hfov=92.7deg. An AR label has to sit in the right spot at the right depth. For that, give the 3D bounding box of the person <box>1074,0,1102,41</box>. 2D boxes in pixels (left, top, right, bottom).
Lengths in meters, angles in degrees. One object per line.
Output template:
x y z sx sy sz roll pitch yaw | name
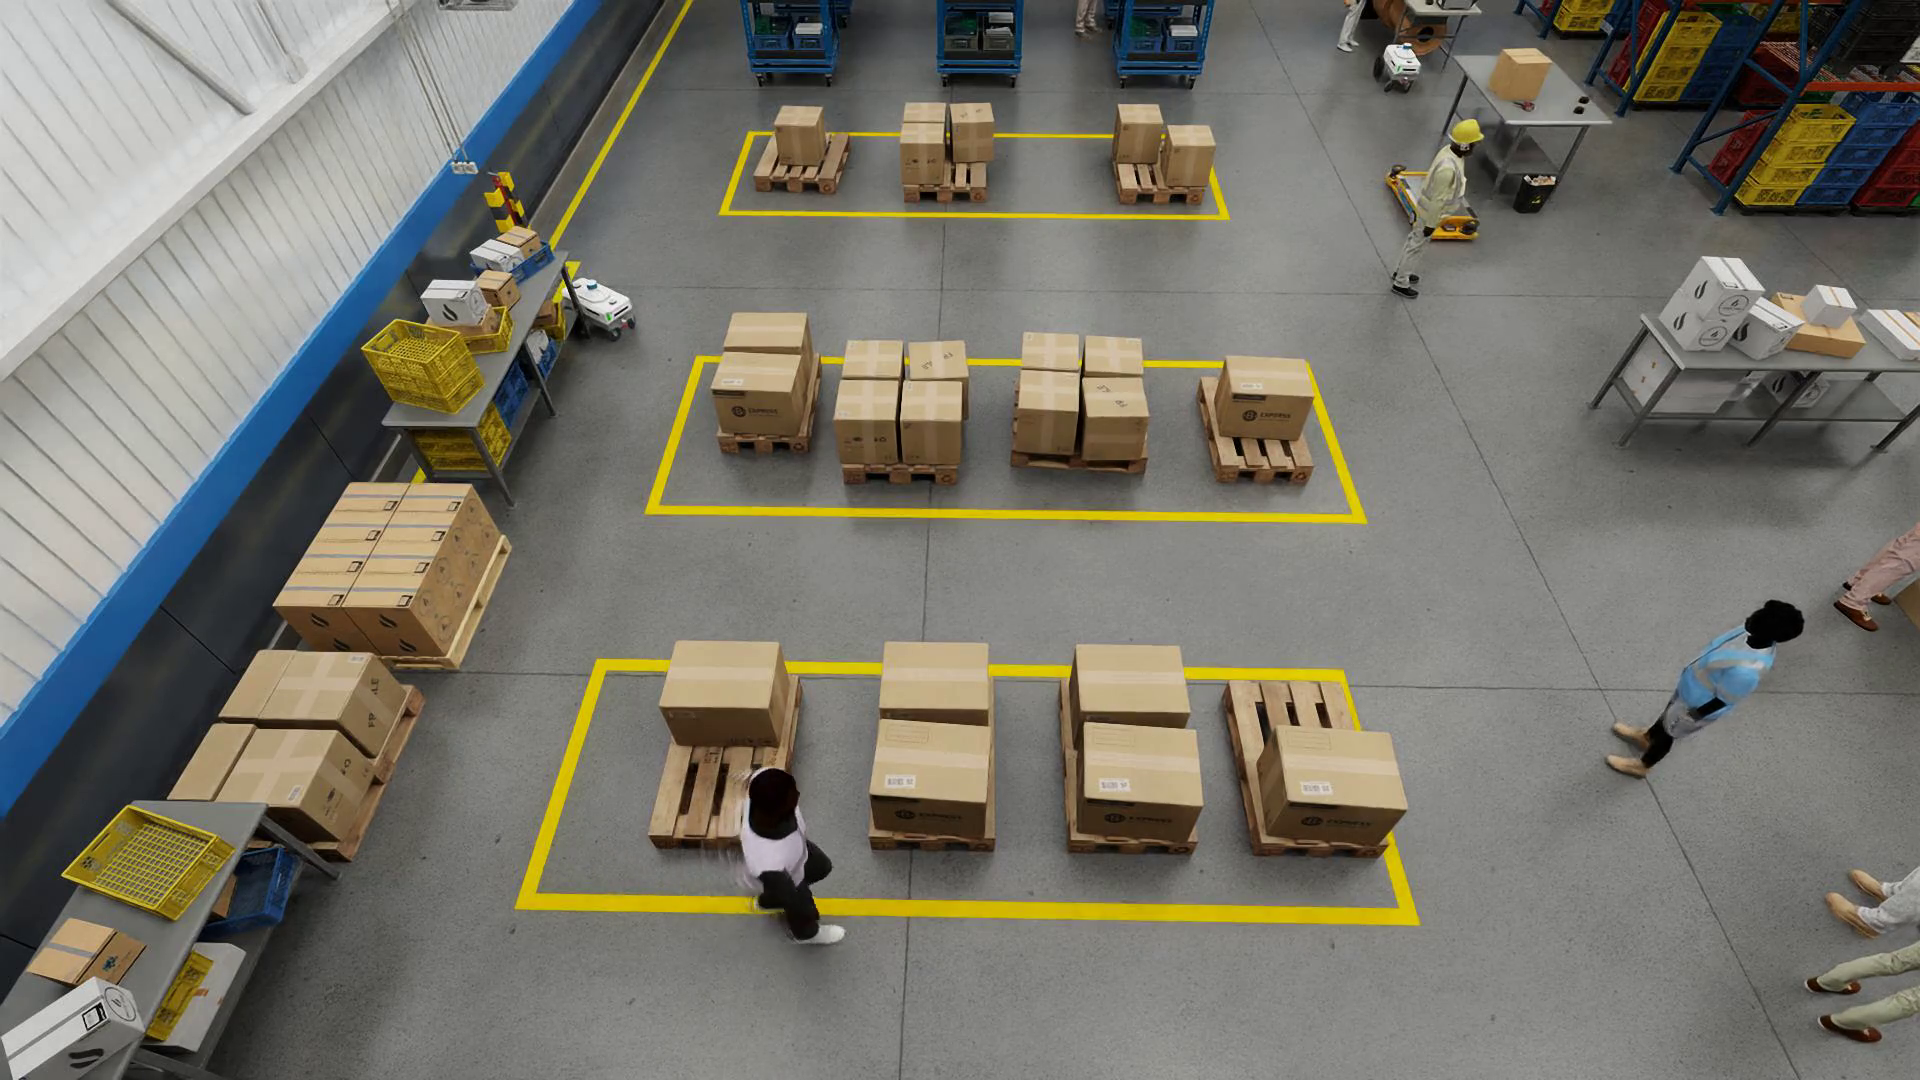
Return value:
2.057 -8.704 13.923 0.401 1.986 0.612 32 56 24 | person

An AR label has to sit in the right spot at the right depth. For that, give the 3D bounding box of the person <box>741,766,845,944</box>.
-0.926 1.742 4.943 0.442 1.901 0.595 -3 49 -2 | person

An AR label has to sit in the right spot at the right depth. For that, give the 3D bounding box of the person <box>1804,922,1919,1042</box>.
5.106 2.142 4.627 0.350 1.852 0.520 3 49 3 | person

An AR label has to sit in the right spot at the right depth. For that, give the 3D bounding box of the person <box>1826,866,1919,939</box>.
5.629 1.684 5.036 0.619 1.836 0.431 -28 55 -22 | person

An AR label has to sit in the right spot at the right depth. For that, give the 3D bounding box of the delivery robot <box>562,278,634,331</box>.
-3.699 -2.426 9.368 0.707 0.478 0.477 27 54 21 | delivery robot

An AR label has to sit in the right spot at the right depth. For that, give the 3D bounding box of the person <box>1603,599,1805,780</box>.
4.651 0.956 5.749 0.326 1.692 0.578 31 56 24 | person

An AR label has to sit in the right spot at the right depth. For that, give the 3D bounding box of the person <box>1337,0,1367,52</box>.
6.069 -8.258 13.768 0.311 1.634 0.515 27 54 22 | person

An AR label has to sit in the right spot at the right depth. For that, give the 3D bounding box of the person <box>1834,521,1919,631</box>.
7.111 -0.111 6.538 0.639 1.908 0.409 -34 57 -26 | person

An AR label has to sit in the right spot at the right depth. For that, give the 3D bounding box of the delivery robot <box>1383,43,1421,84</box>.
6.389 -6.916 13.255 0.477 0.478 0.707 1 49 1 | delivery robot

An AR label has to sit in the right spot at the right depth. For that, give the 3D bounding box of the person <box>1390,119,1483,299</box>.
4.885 -3.395 9.425 0.404 1.836 0.597 17 51 14 | person

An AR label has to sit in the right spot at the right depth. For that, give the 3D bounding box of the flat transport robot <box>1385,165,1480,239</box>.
5.692 -4.094 11.059 0.652 0.197 1.431 1 49 1 | flat transport robot
